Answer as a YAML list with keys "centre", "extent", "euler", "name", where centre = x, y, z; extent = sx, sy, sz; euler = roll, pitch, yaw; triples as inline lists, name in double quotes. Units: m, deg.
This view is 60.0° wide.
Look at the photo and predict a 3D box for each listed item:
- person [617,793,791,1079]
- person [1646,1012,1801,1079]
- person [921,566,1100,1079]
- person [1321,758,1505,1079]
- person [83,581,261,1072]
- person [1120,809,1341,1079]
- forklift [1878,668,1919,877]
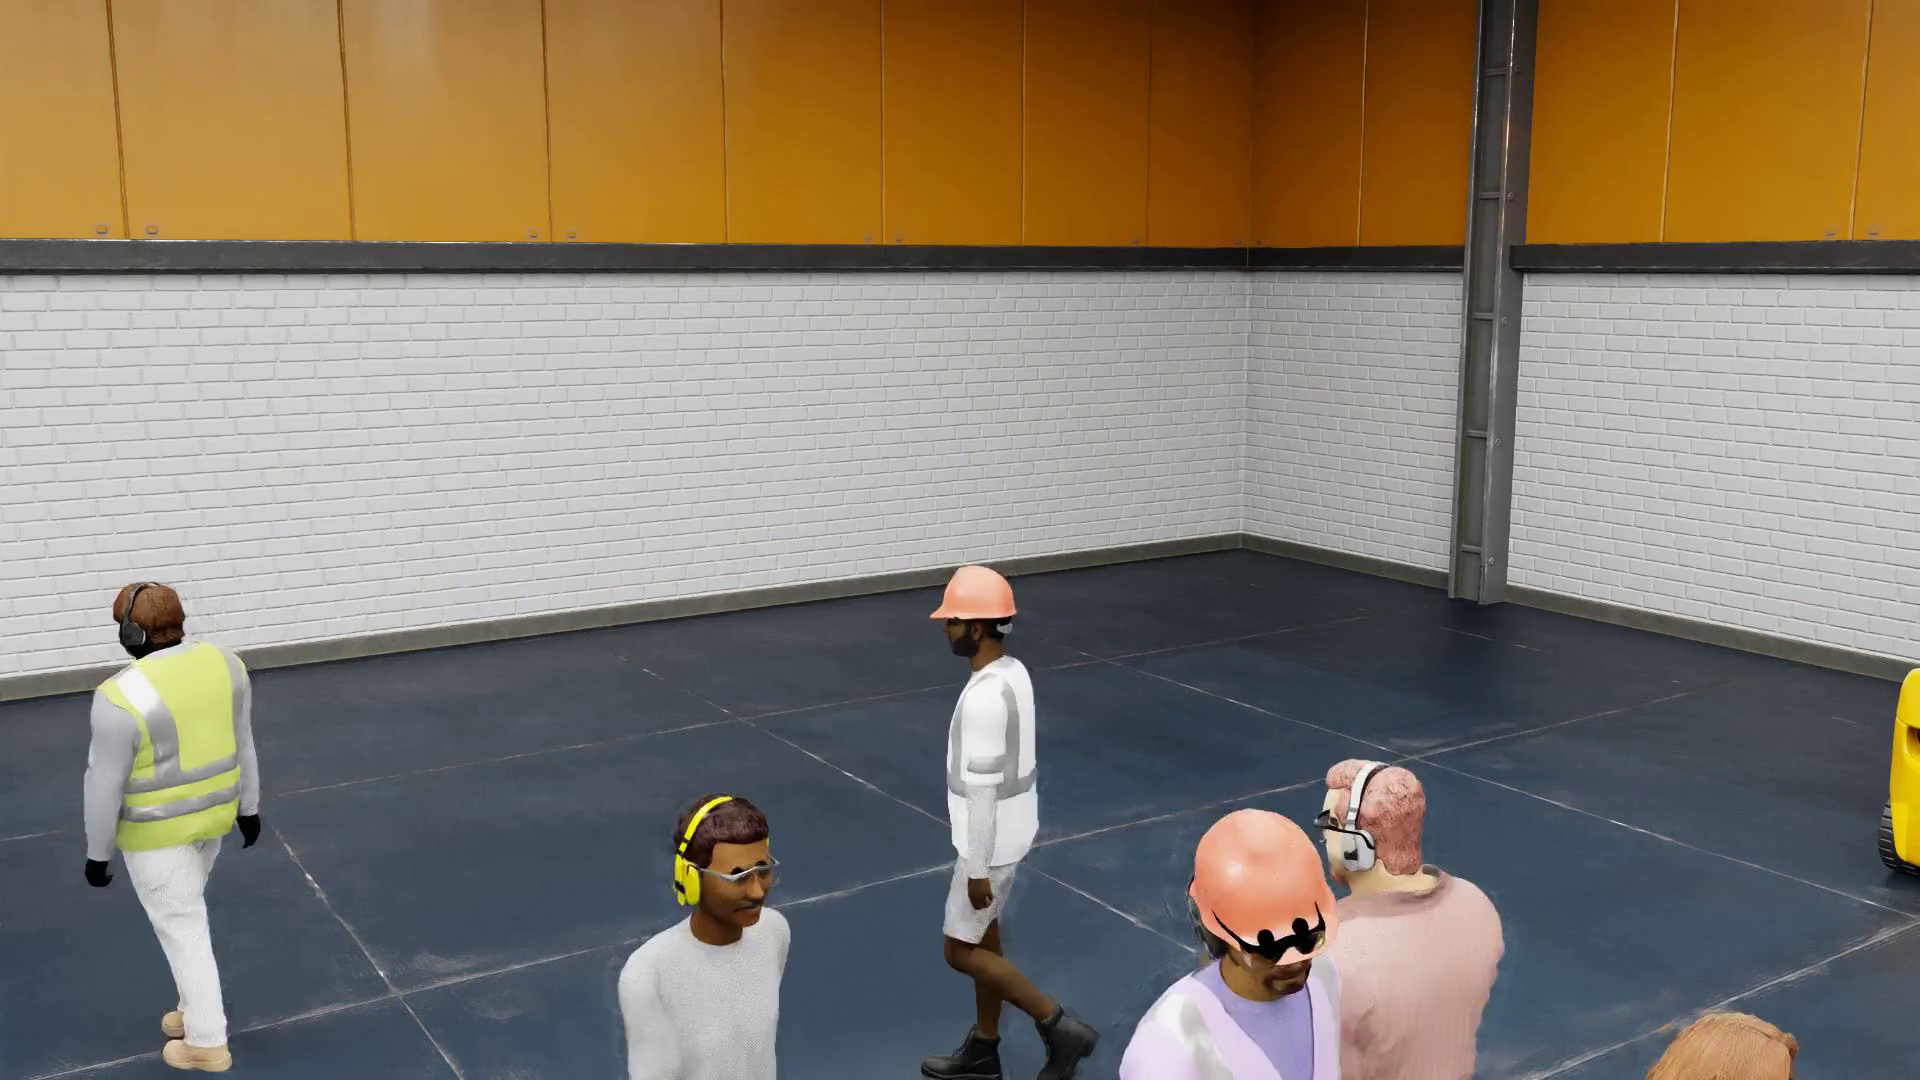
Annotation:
- centre: [-0.581, 1.446, 3.780]
  extent: [0.501, 1.830, 0.961]
  euler: [-9, 13, -44]
  name: "person"
- centre: [1.349, 1.647, 3.140]
  extent: [0.471, 1.619, 0.508]
  euler: [6, 11, 30]
  name: "person"
- centre: [0.168, 1.045, 5.870]
  extent: [0.577, 1.925, 0.547]
  euler: [2, 10, 14]
  name: "person"
- centre: [0.944, 1.412, 3.766]
  extent: [0.650, 1.882, 0.774]
  euler: [-7, 11, -35]
  name: "person"
- centre: [-2.947, 1.049, 6.112]
  extent: [0.617, 1.824, 0.643]
  euler: [4, 10, 21]
  name: "person"
- centre: [0.497, 1.445, 3.310]
  extent: [0.616, 1.994, 1.038]
  euler: [-9, 13, -42]
  name: "person"
- centre: [5.511, 0.571, 7.906]
  extent: [2.313, 2.155, 1.214]
  euler: [-6, 11, -33]
  name: "forklift"
